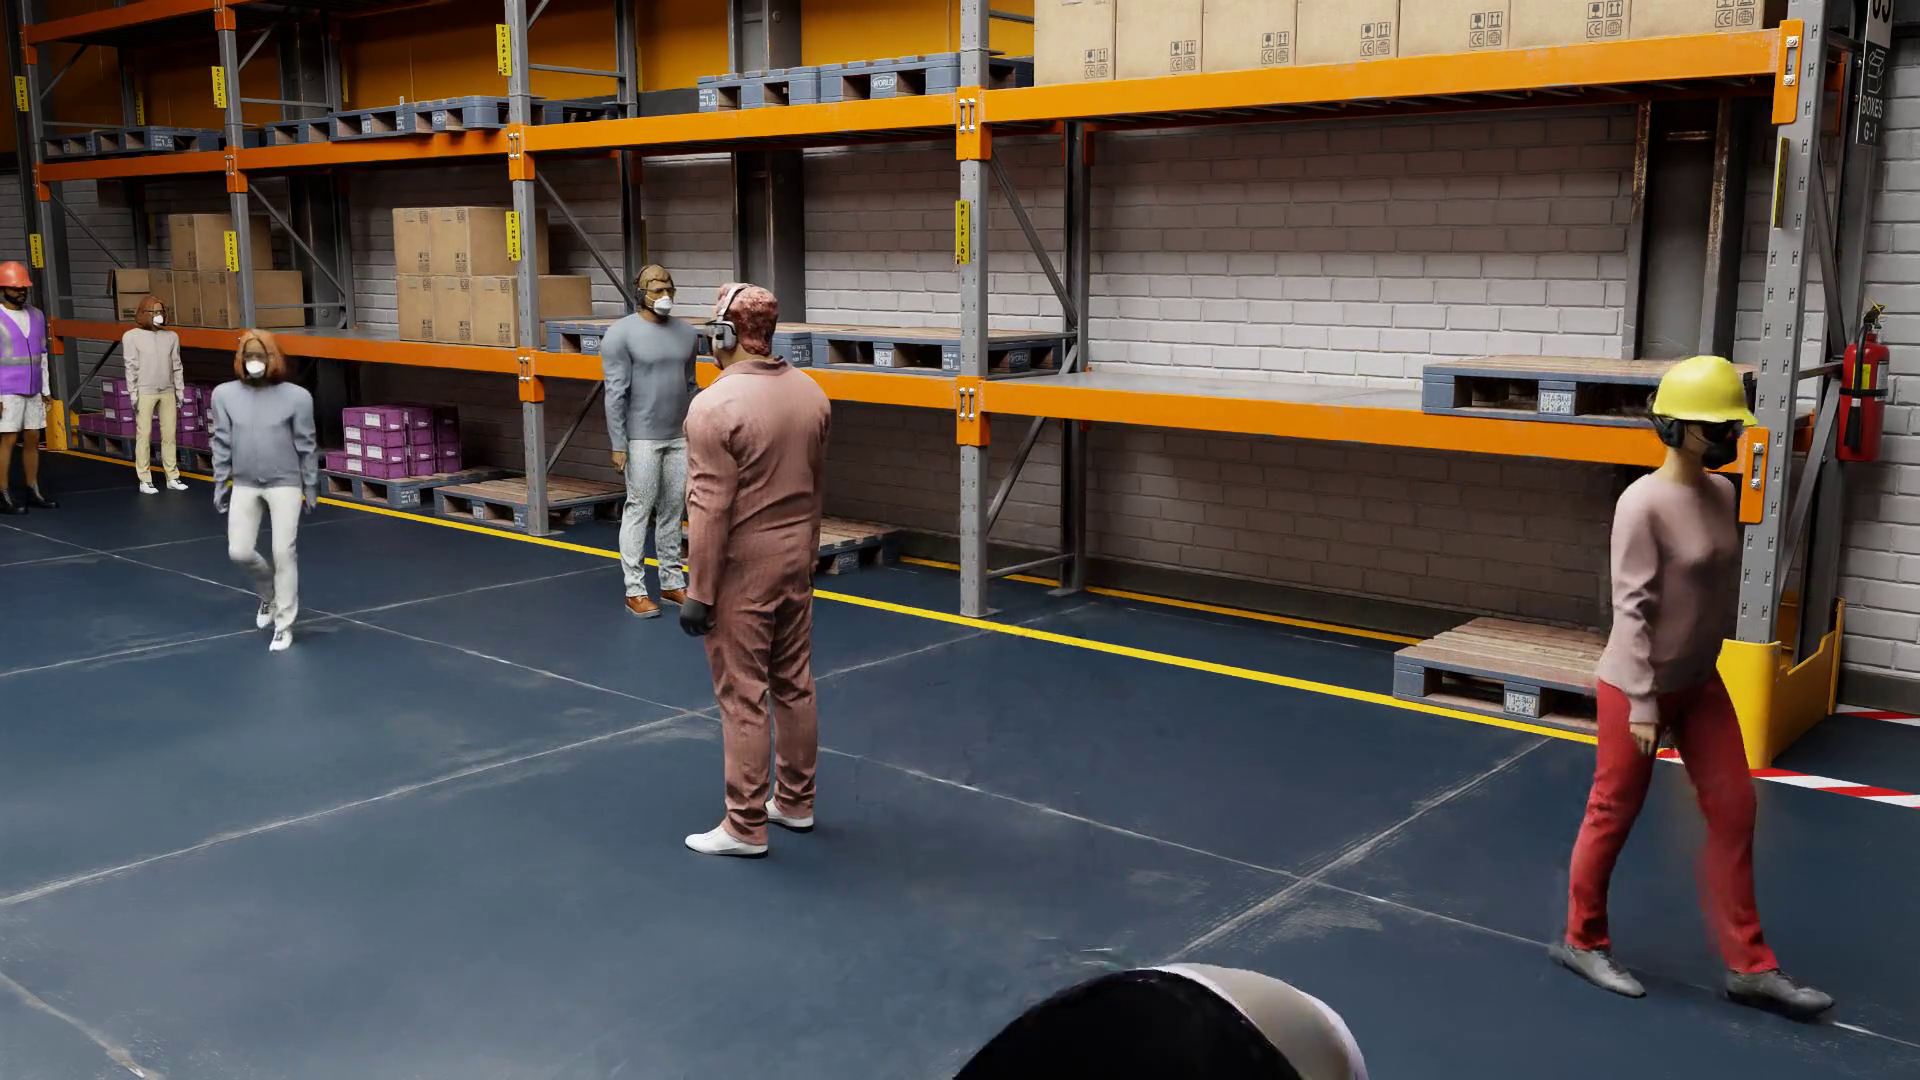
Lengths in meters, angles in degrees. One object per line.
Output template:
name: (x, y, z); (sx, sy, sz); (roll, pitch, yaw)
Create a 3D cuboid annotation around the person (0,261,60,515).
person: (-7.171, -1.155, 12.709); (0.422, 1.927, 0.548); (4, 11, 20)

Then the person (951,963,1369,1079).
person: (0.024, 0.893, 1.047); (0.560, 1.923, 0.577); (-10, 14, -44)

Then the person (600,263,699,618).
person: (-1.675, -0.551, 9.205); (0.356, 1.938, 0.638); (9, 13, 40)

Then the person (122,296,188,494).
person: (-6.673, -1.201, 13.805); (0.277, 1.629, 0.496); (7, 12, 33)

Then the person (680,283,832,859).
person: (-0.709, 0.105, 5.565); (0.409, 1.908, 0.639); (6, 12, 31)

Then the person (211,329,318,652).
person: (-3.510, -0.263, 8.444); (0.513, 1.621, 0.436); (-1, 10, -7)

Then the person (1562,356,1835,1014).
person: (1.964, 0.403, 4.346); (0.557, 1.742, 0.742); (-7, 12, -35)
